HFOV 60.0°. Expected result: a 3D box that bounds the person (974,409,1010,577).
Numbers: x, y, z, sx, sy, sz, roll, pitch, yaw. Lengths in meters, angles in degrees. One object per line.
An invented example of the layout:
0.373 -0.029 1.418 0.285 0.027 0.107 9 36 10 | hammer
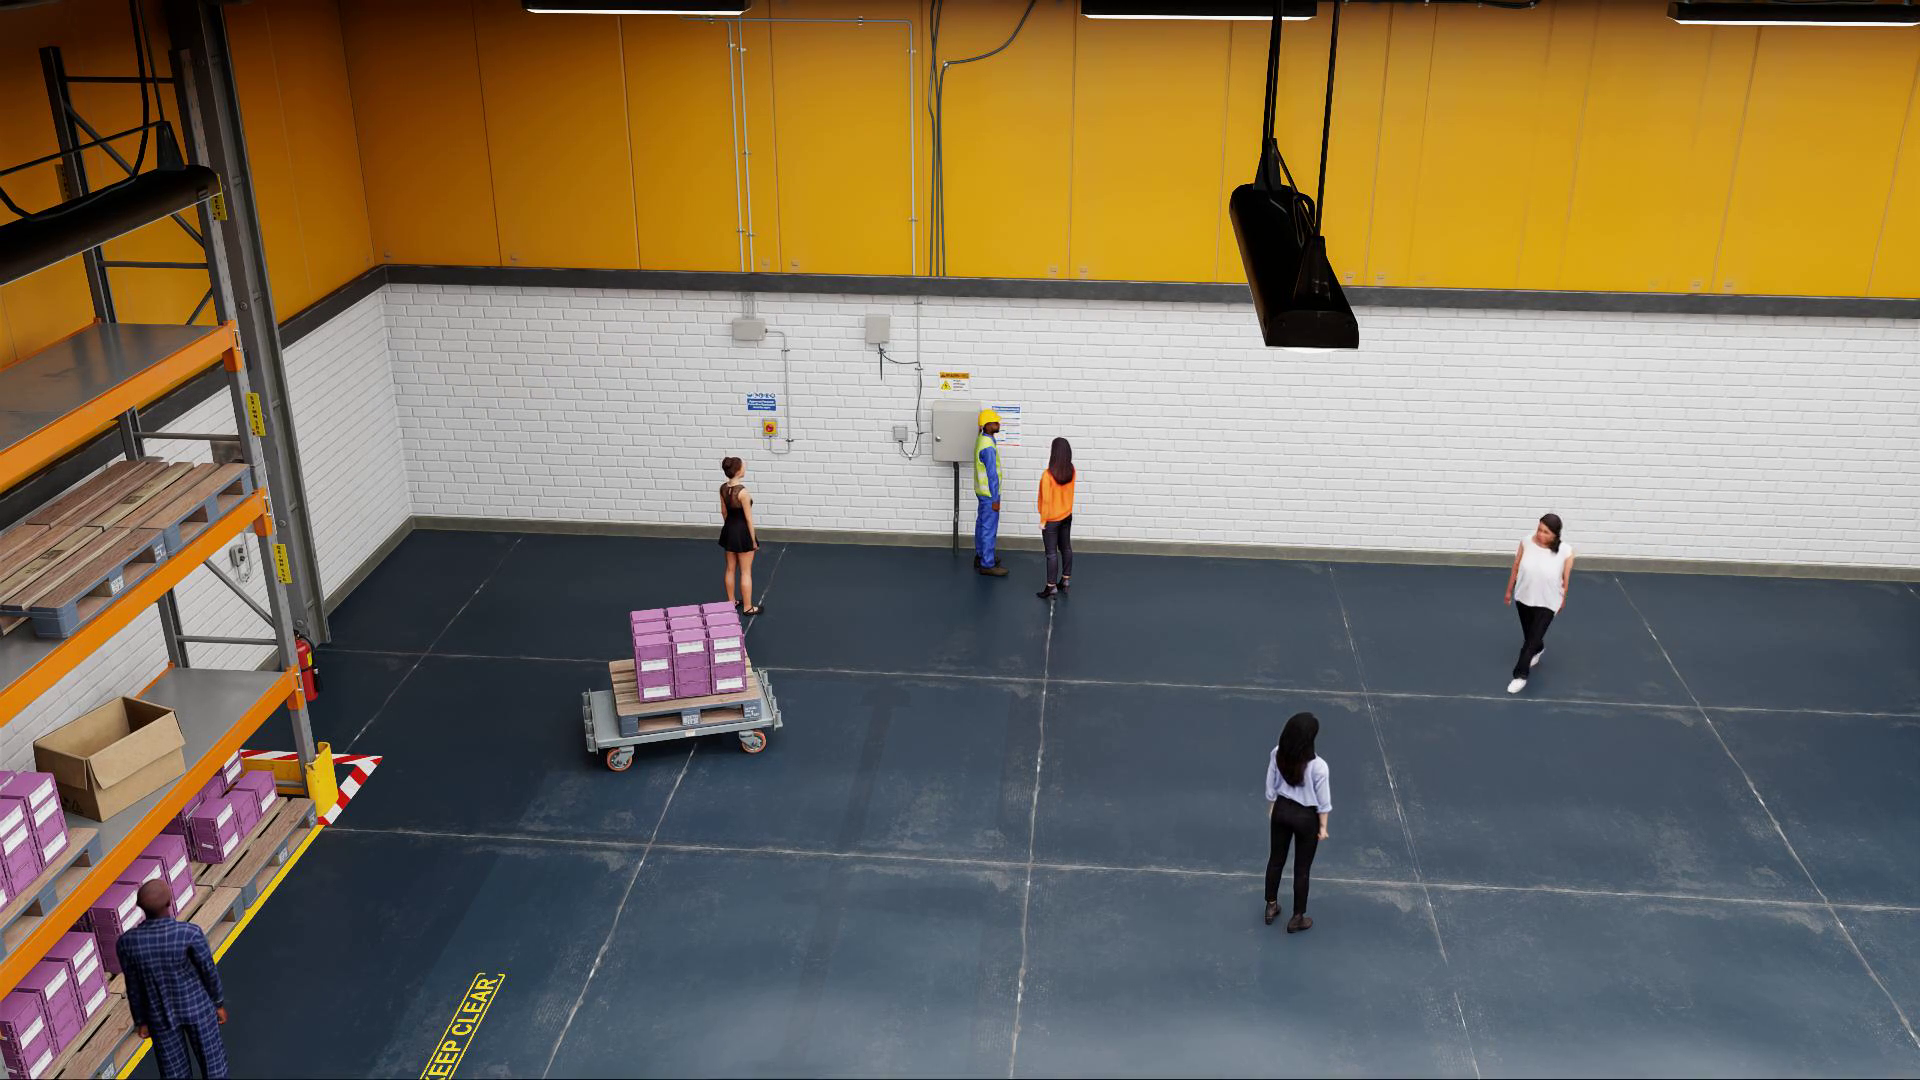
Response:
0.300 -0.524 17.536 0.781 1.813 0.609 -4 24 -9 | person

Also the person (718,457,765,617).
-2.221 -0.052 16.633 0.678 1.673 0.718 19 30 36 | person

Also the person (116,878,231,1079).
-4.662 2.797 9.933 0.745 1.818 0.721 -7 25 -15 | person

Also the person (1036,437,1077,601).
0.995 -0.233 16.953 0.771 1.748 0.690 21 31 39 | person

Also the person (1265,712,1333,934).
2.385 1.999 11.852 0.739 1.744 0.751 18 29 35 | person

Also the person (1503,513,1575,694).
5.359 0.520 15.356 1.099 1.647 1.201 22 32 40 | person
